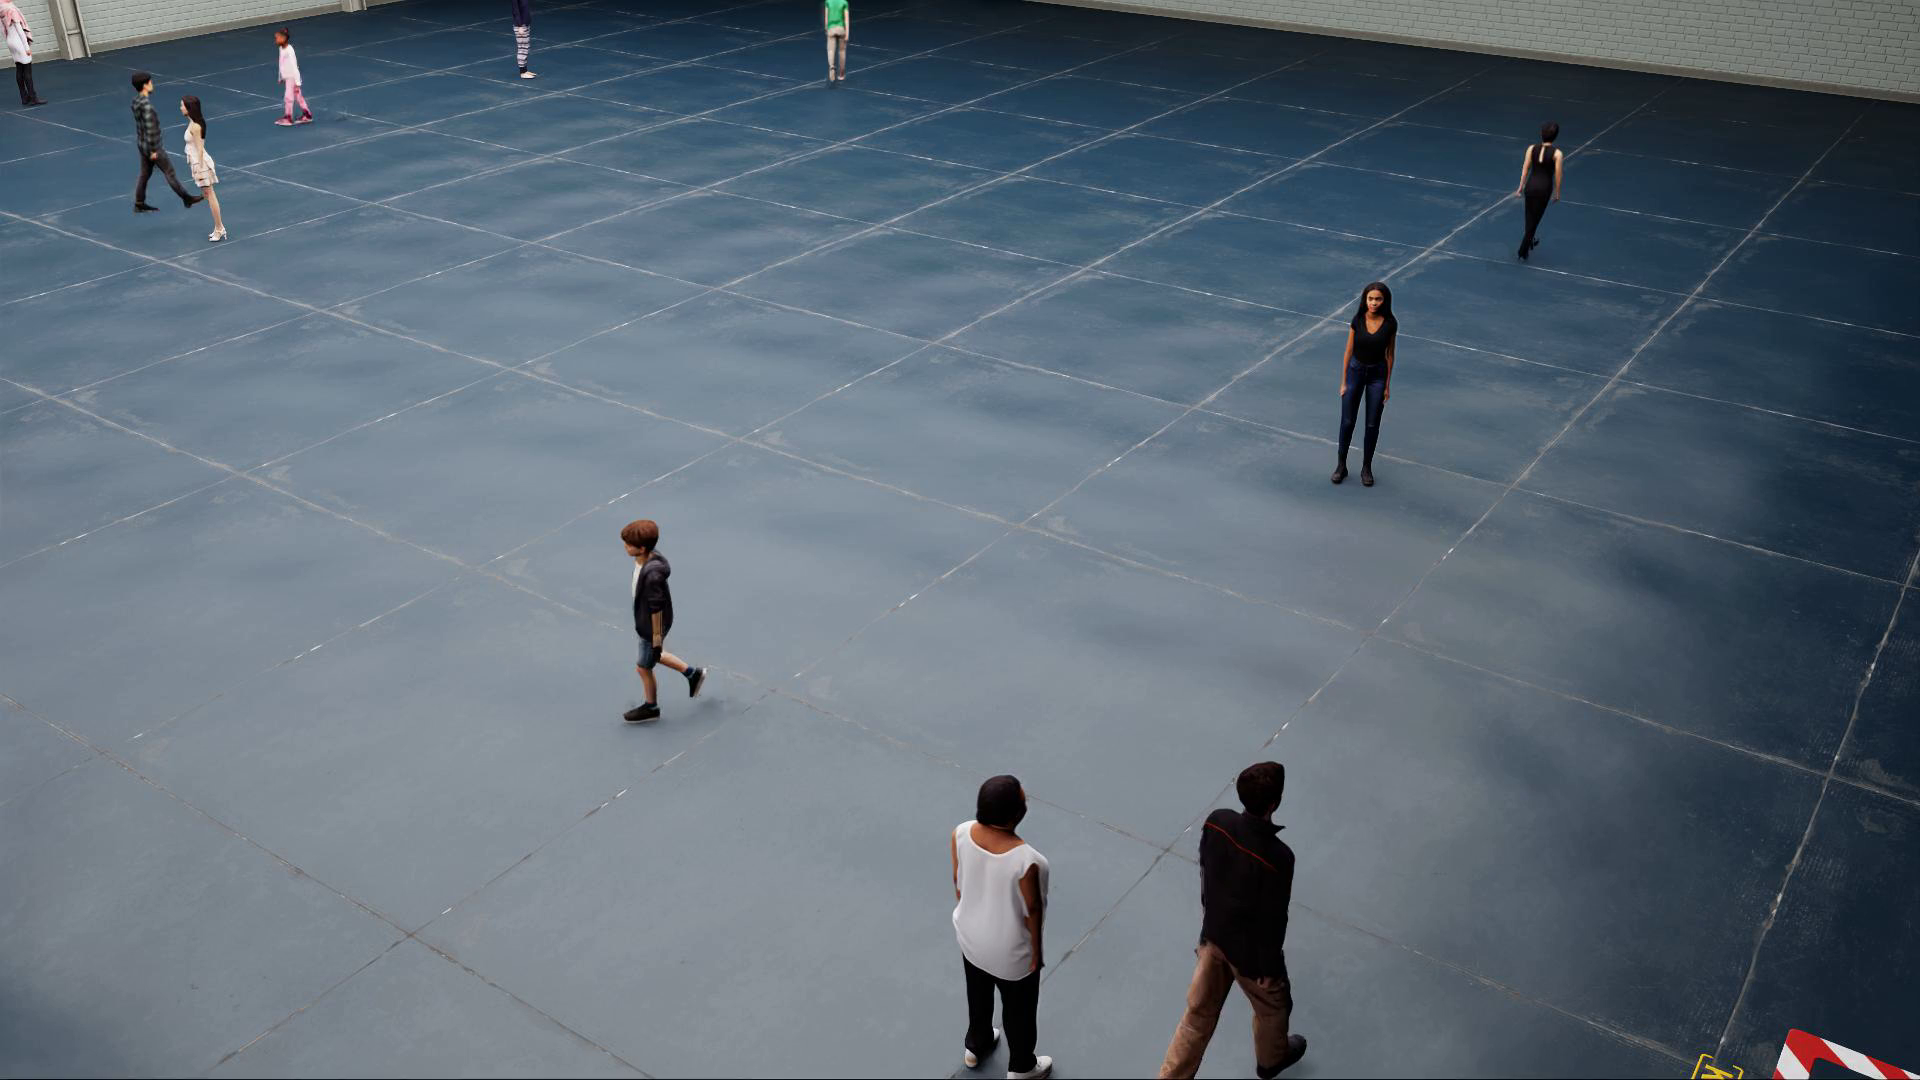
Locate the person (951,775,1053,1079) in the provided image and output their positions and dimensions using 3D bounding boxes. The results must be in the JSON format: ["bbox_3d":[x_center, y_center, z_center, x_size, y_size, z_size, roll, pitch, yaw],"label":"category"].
[{"bbox_3d":[0.197,1.814,7.770,0.682,1.687,0.649,23,35,37],"label":"person"}]

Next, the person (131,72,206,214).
[{"bbox_3d":[-9.907,-4.782,20.179,1.120,1.678,0.840,-23,35,-37],"label":"person"}]

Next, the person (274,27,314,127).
[{"bbox_3d":[-10.086,-7.039,25.246,0.902,1.427,0.720,-20,33,-33],"label":"person"}]

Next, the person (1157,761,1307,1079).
[{"bbox_3d":[1.189,1.855,7.476,1.290,1.883,0.875,-24,35,-38],"label":"person"}]

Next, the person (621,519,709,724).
[{"bbox_3d":[-1.912,0.502,10.589,0.896,1.437,0.807,-8,28,-15],"label":"person"}]

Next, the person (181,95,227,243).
[{"bbox_3d":[-9.033,-4.440,19.862,0.682,1.736,0.657,-11,29,-20],"label":"person"}]

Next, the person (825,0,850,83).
[{"bbox_3d":[-2.080,-8.488,27.837,0.906,1.631,1.066,1,27,2],"label":"person"}]

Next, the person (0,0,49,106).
[{"bbox_3d":[-14.943,-7.835,26.381,0.650,1.804,0.615,15,31,26],"label":"person"}]

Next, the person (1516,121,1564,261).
[{"bbox_3d":[6.621,-3.989,19.162,0.686,1.574,0.932,23,35,37],"label":"person"}]

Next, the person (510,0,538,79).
[{"bbox_3d":[-7.459,-8.752,28.236,0.741,1.735,0.642,0,27,0],"label":"person"}]

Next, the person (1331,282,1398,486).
[{"bbox_3d":[3.361,-1.309,13.776,0.628,1.740,0.638,6,28,11],"label":"person"}]
